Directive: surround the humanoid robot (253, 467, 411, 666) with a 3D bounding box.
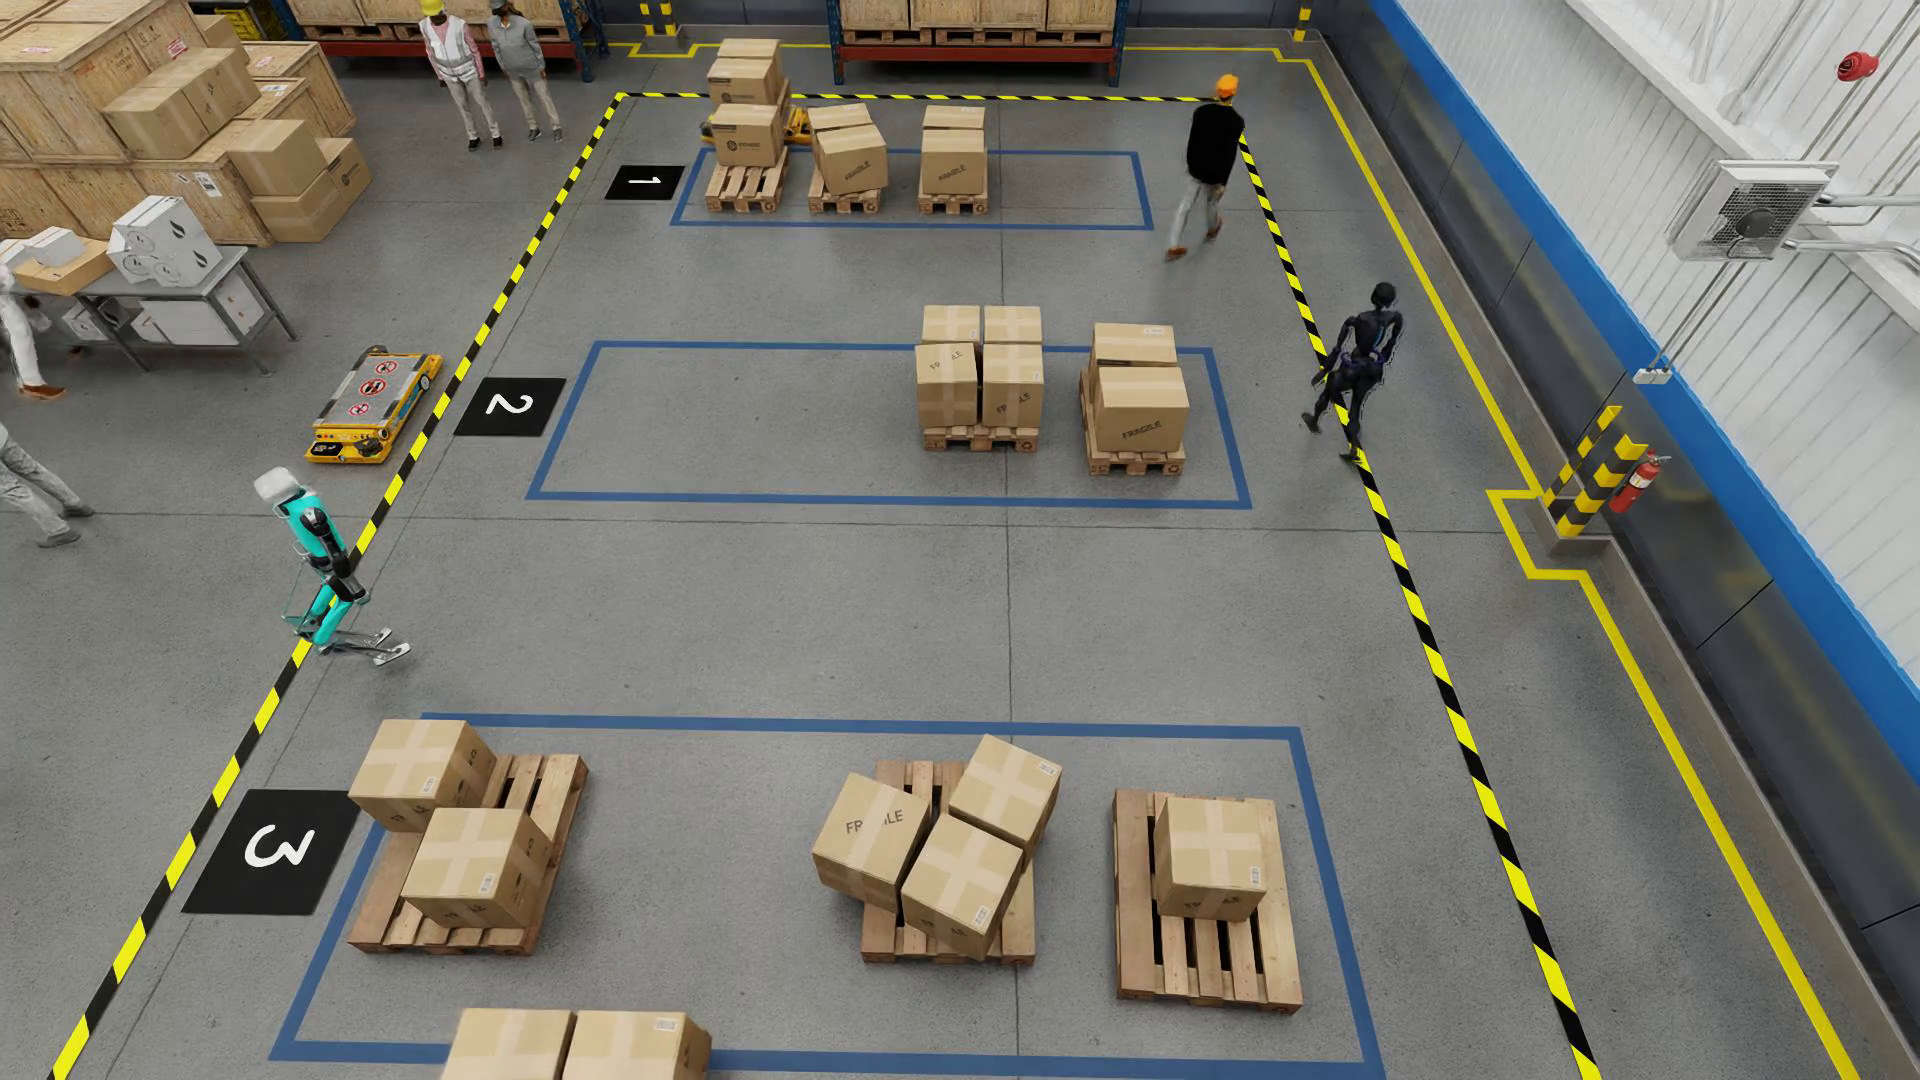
[{"bbox_3d":[-4.295,0.303,6.060,0.533,1.677,0.735,33,57,25],"label":"humanoid robot"}]

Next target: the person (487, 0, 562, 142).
[{"bbox_3d":[-5.385,-5.825,11.311,0.572,1.769,0.399,1,50,1],"label":"person"}]

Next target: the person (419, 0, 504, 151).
[{"bbox_3d":[-6.088,-5.681,11.156,0.586,1.823,0.403,-6,50,-5],"label":"person"}]

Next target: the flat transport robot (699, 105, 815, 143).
[{"bbox_3d":[-2.620,-5.435,11.948,1.431,0.197,0.652,1,50,1],"label":"flat transport robot"}]

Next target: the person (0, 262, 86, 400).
[{"bbox_3d":[-8.719,-2.211,8.221,0.625,1.834,0.941,8,50,7],"label":"person"}]

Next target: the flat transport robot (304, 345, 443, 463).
[{"bbox_3d":[-5.383,-1.269,8.441,0.659,0.231,1.431,1,50,1],"label":"flat transport robot"}]

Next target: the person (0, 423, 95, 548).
[{"bbox_3d":[-7.413,-0.706,6.873,0.418,1.940,0.602,-7,50,-6],"label":"person"}]

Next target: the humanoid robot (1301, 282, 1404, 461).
[{"bbox_3d":[3.316,-1.401,7.656,0.611,1.640,0.738,-8,50,-6],"label":"humanoid robot"}]

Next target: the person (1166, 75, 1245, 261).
[{"bbox_3d":[2.625,-3.904,9.664,0.615,1.798,1.005,32,57,24],"label":"person"}]
